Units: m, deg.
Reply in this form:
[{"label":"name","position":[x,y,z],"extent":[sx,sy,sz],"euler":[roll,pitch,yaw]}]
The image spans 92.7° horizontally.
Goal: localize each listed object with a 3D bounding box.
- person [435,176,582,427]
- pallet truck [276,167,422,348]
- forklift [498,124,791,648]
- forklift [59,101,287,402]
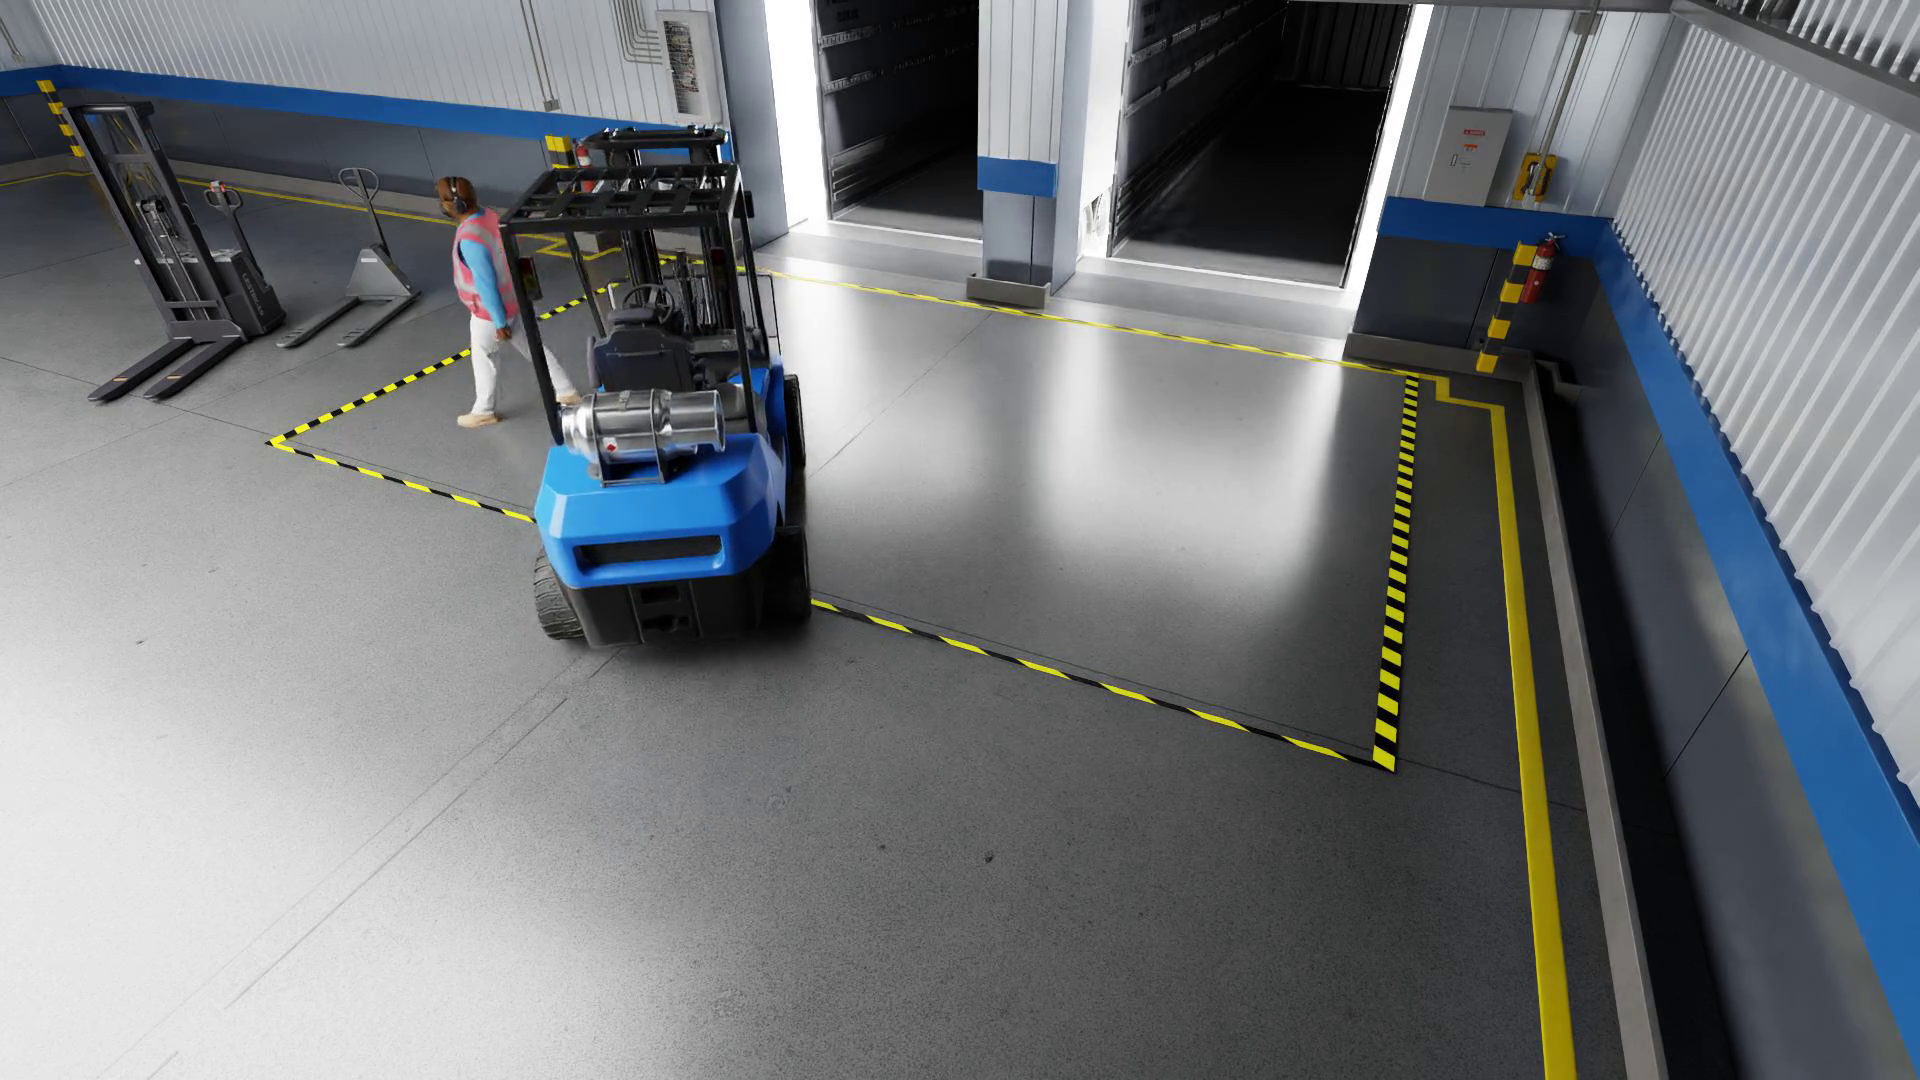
[{"label":"person","position":[-3.396,-1.700,6.626],"extent":[0.887,1.798,0.632],"euler":[-4,35,-5]},{"label":"pallet truck","position":[-5.732,-2.611,8.414],"extent":[0.680,1.201,1.601],"euler":[-1,35,-1]},{"label":"forklift","position":[-1.636,-1.001,5.142],"extent":[1.157,2.036,2.680],"euler":[-5,35,-7]},{"label":"forklift","position":[-6.686,-2.387,7.434],"extent":[0.823,1.965,1.885],"euler":[-3,35,-5]}]
